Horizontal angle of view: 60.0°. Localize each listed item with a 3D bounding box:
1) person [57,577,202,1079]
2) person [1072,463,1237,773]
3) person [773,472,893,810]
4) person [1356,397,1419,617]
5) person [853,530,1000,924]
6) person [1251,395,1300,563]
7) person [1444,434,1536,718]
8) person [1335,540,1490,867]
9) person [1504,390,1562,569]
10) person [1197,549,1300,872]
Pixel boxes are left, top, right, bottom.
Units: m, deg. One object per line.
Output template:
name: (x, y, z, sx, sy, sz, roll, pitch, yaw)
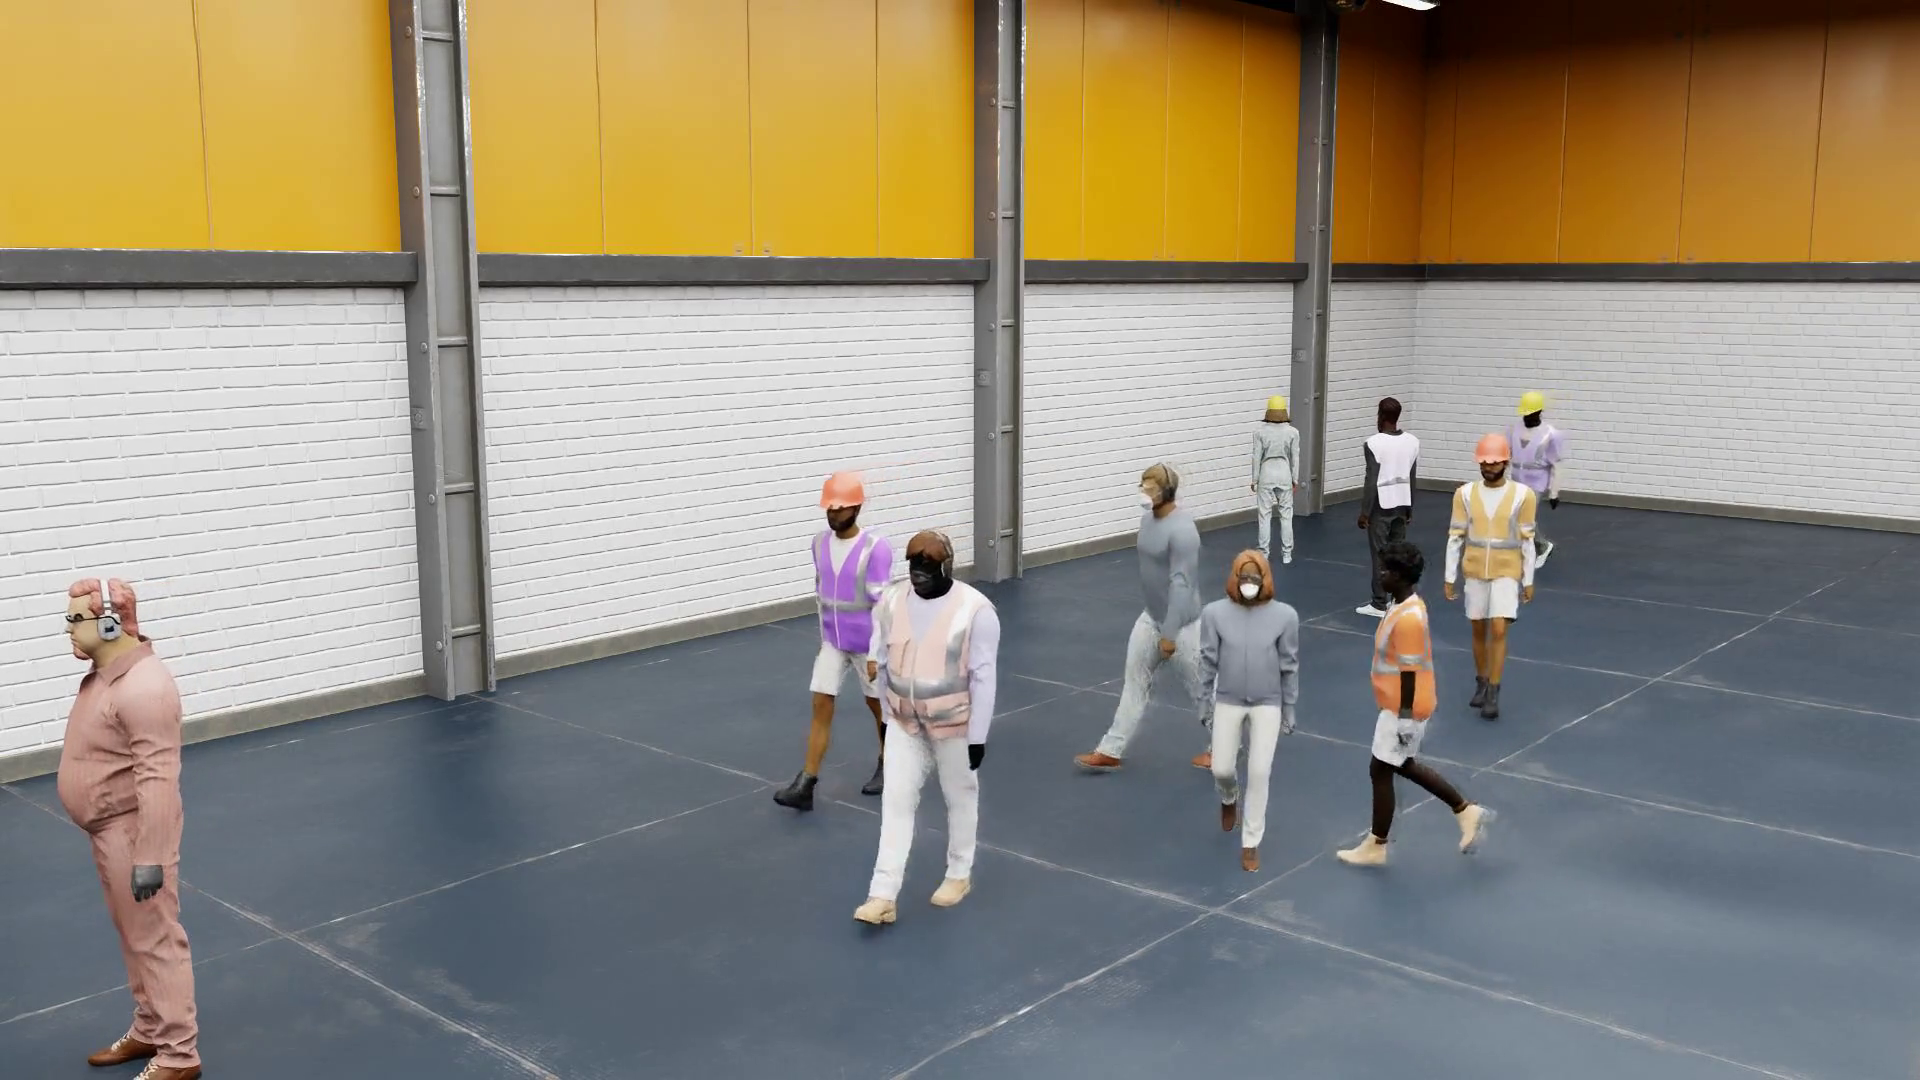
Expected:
person: (-3.042, 1.071, 6.053, 0.403, 1.906, 0.651, -7, 11, -37)
person: (1.224, 0.479, 9.877, 1.037, 1.880, 0.651, -3, 10, -19)
person: (-0.644, 0.568, 9.272, 0.565, 1.882, 0.977, 6, 11, 32)
person: (3.740, -0.285, 14.528, 0.600, 1.917, 0.376, -5, 10, -30)
person: (-0.175, 0.870, 7.609, 0.660, 1.806, 0.874, 4, 10, 26)
person: (3.255, -0.625, 17.216, 0.493, 1.741, 0.310, 0, 9, 1)
person: (3.549, 0.244, 11.232, 0.564, 1.906, 0.798, 5, 10, 30)
person: (2.302, 0.825, 8.343, 0.693, 1.669, 0.545, 2, 9, 12)
person: (5.625, -0.548, 16.306, 0.798, 1.877, 0.685, -7, 11, -35)
person: (1.465, 0.831, 8.459, 0.510, 1.615, 0.533, 2, 9, 11)
